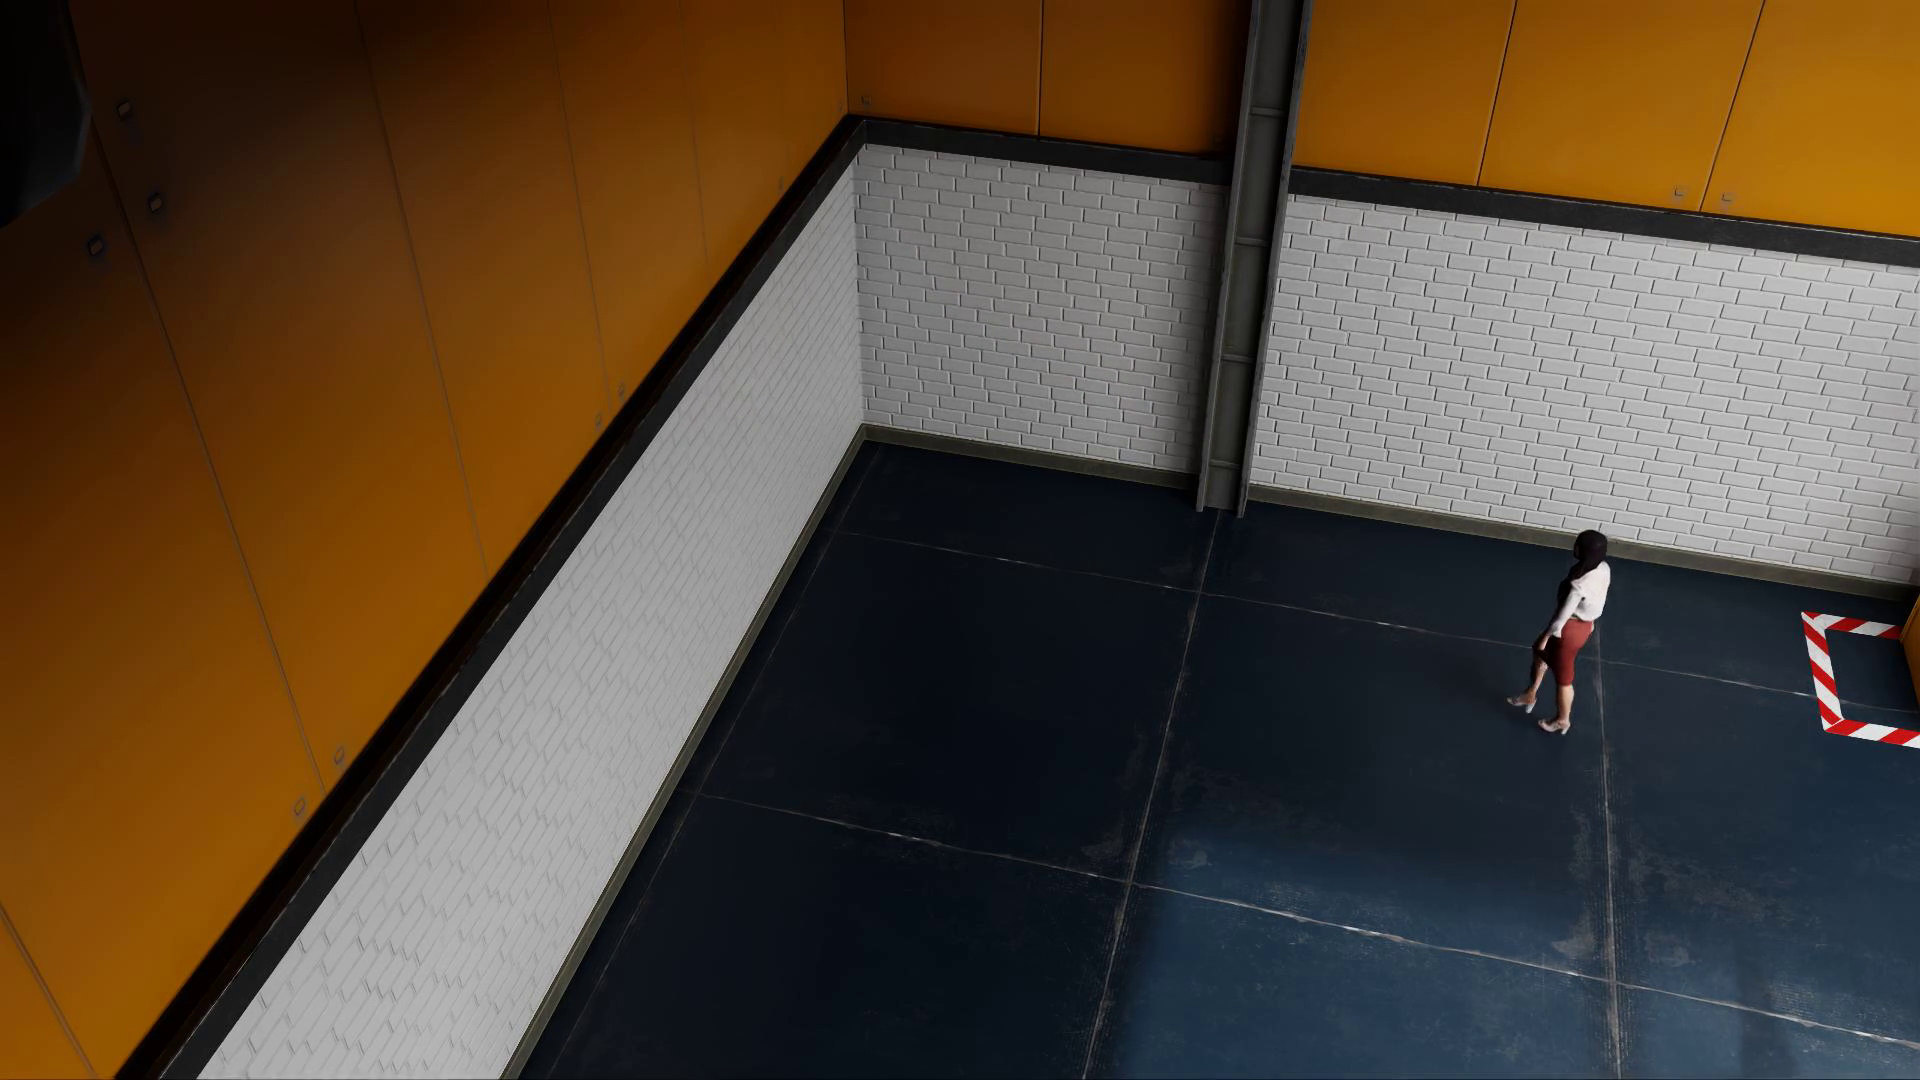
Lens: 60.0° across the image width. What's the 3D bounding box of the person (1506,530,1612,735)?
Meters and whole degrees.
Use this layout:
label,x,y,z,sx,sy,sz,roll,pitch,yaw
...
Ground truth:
label,x,y,z,sx,sy,sz,roll,pitch,yaw
person,4.203,0.694,11.278,0.840,1.732,0.774,28,46,30
